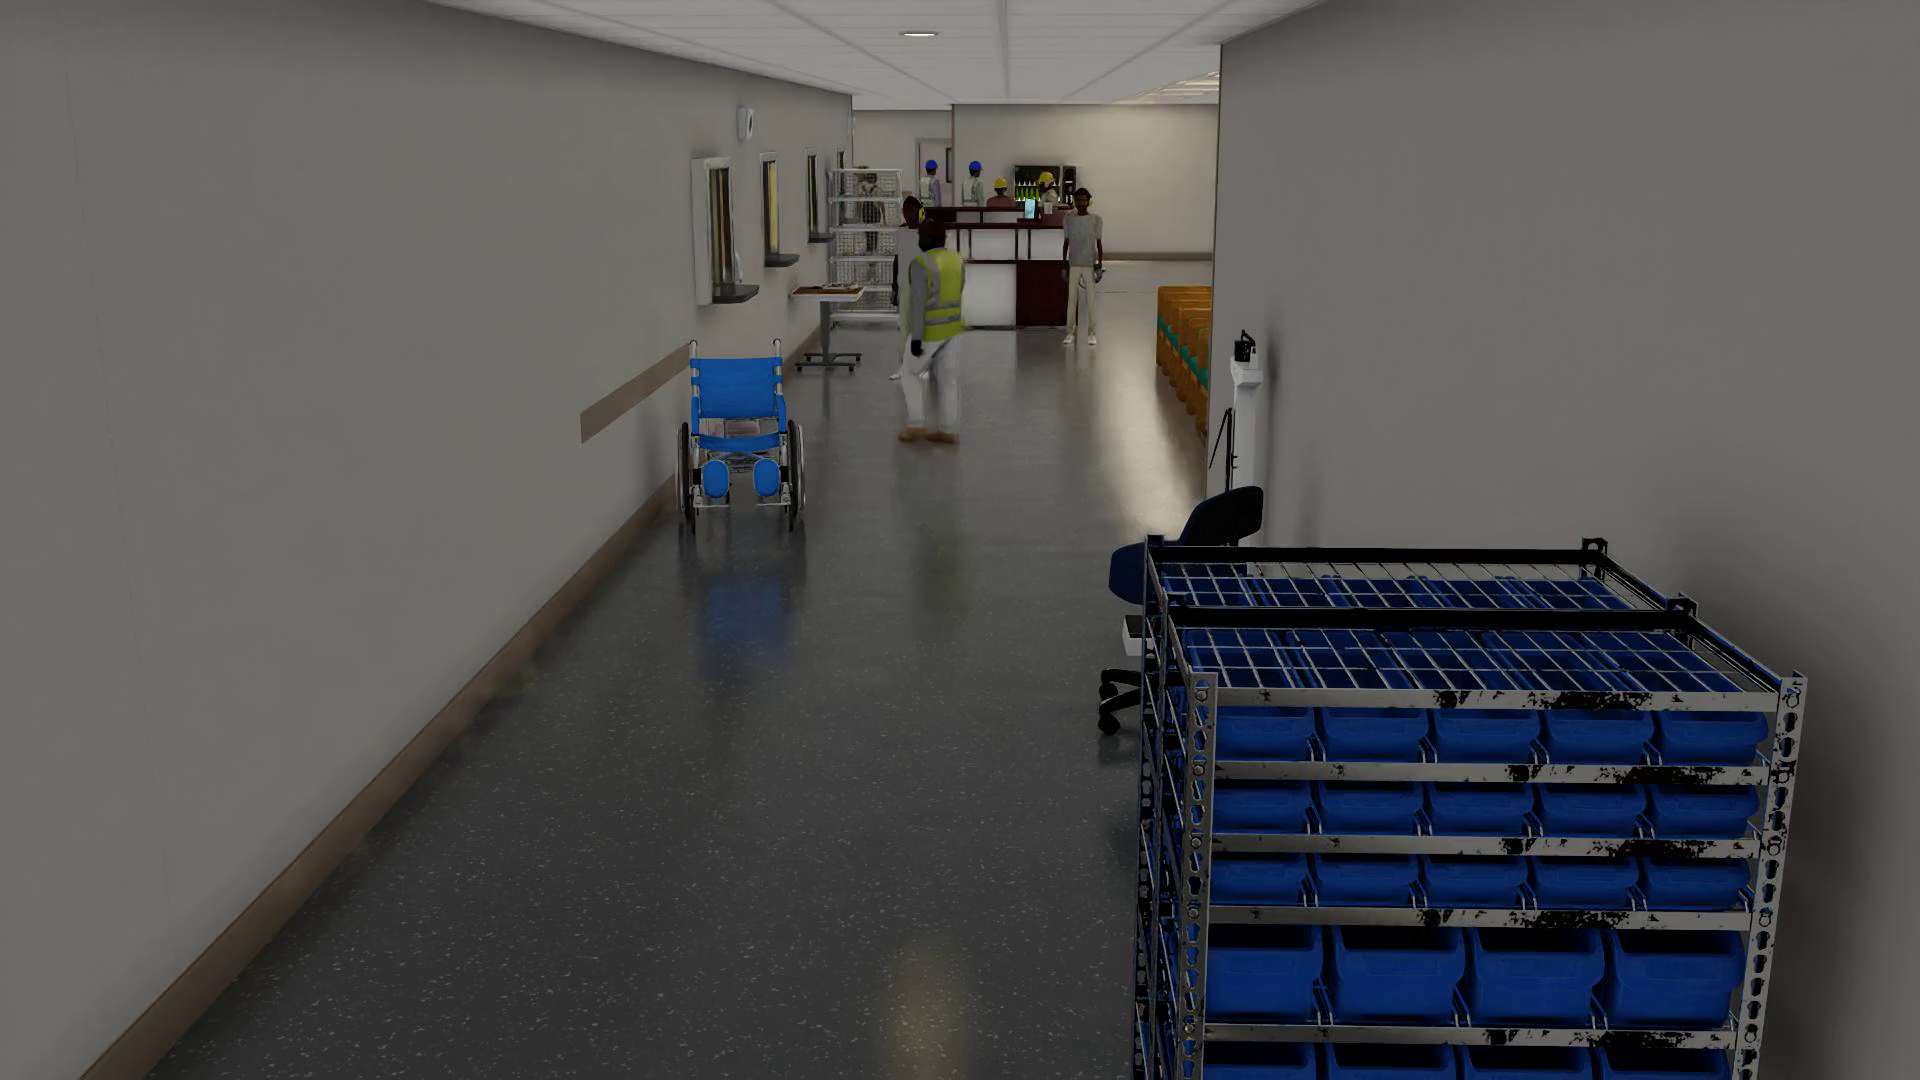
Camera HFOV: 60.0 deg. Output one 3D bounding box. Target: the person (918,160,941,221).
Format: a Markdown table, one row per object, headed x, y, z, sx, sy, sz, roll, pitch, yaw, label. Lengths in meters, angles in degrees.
| x | y | z | sx | sy | sz | roll | pitch | yaw | label |
| --- | --- | --- | --- | --- | --- | --- | --- | --- | --- |
| -0.581 | -6.564 | 33.057 | 0.384 | 1.949 | 0.604 | -11 | 18 | -39 | person |

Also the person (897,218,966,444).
| x | y | z | sx | sy | sz | roll | pitch | yaw | label |
| --- | --- | --- | --- | --- | --- | --- | --- | --- | --- |
| -0.278 | -1.690 | 13.536 | 0.617 | 1.823 | 0.638 | 12 | 18 | 39 | person |

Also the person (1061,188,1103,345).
| x | y | z | sx | sy | sz | roll | pitch | yaw | label |
| --- | --- | --- | --- | --- | --- | --- | --- | --- | --- |
| 1.456 | -3.253 | 19.821 | 0.506 | 1.861 | 0.329 | 4 | 14 | 17 | person |

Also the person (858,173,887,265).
| x | y | z | sx | sy | sz | roll | pitch | yaw | label |
| --- | --- | --- | --- | --- | --- | --- | --- | --- | --- |
| -1.660 | -6.087 | 31.470 | 0.533 | 1.786 | 0.929 | 5 | 15 | 19 | person |

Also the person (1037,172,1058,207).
| x | y | z | sx | sy | sz | roll | pitch | yaw | label |
| --- | --- | --- | --- | --- | --- | --- | --- | --- | --- |
| 1.479 | -5.334 | 28.304 | 0.404 | 1.829 | 0.600 | -1 | 14 | -3 | person |

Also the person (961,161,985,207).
| x | y | z | sx | sy | sz | roll | pitch | yaw | label |
| --- | --- | --- | --- | --- | --- | --- | --- | --- | --- |
| 0.268 | -6.247 | 31.769 | 0.388 | 1.947 | 0.615 | -10 | 17 | -36 | person |

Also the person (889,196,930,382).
| x | y | z | sx | sy | sz | roll | pitch | yaw | label |
| --- | --- | --- | --- | --- | --- | --- | --- | --- | --- |
| -0.483 | -2.553 | 16.939 | 0.507 | 1.872 | 0.329 | 6 | 15 | 22 | person |

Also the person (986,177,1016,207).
| x | y | z | sx | sy | sz | roll | pitch | yaw | label |
| --- | --- | --- | --- | --- | --- | --- | --- | --- | --- |
| 0.673 | -5.142 | 27.691 | 0.521 | 1.758 | 0.349 | 5 | 15 | 18 | person |
